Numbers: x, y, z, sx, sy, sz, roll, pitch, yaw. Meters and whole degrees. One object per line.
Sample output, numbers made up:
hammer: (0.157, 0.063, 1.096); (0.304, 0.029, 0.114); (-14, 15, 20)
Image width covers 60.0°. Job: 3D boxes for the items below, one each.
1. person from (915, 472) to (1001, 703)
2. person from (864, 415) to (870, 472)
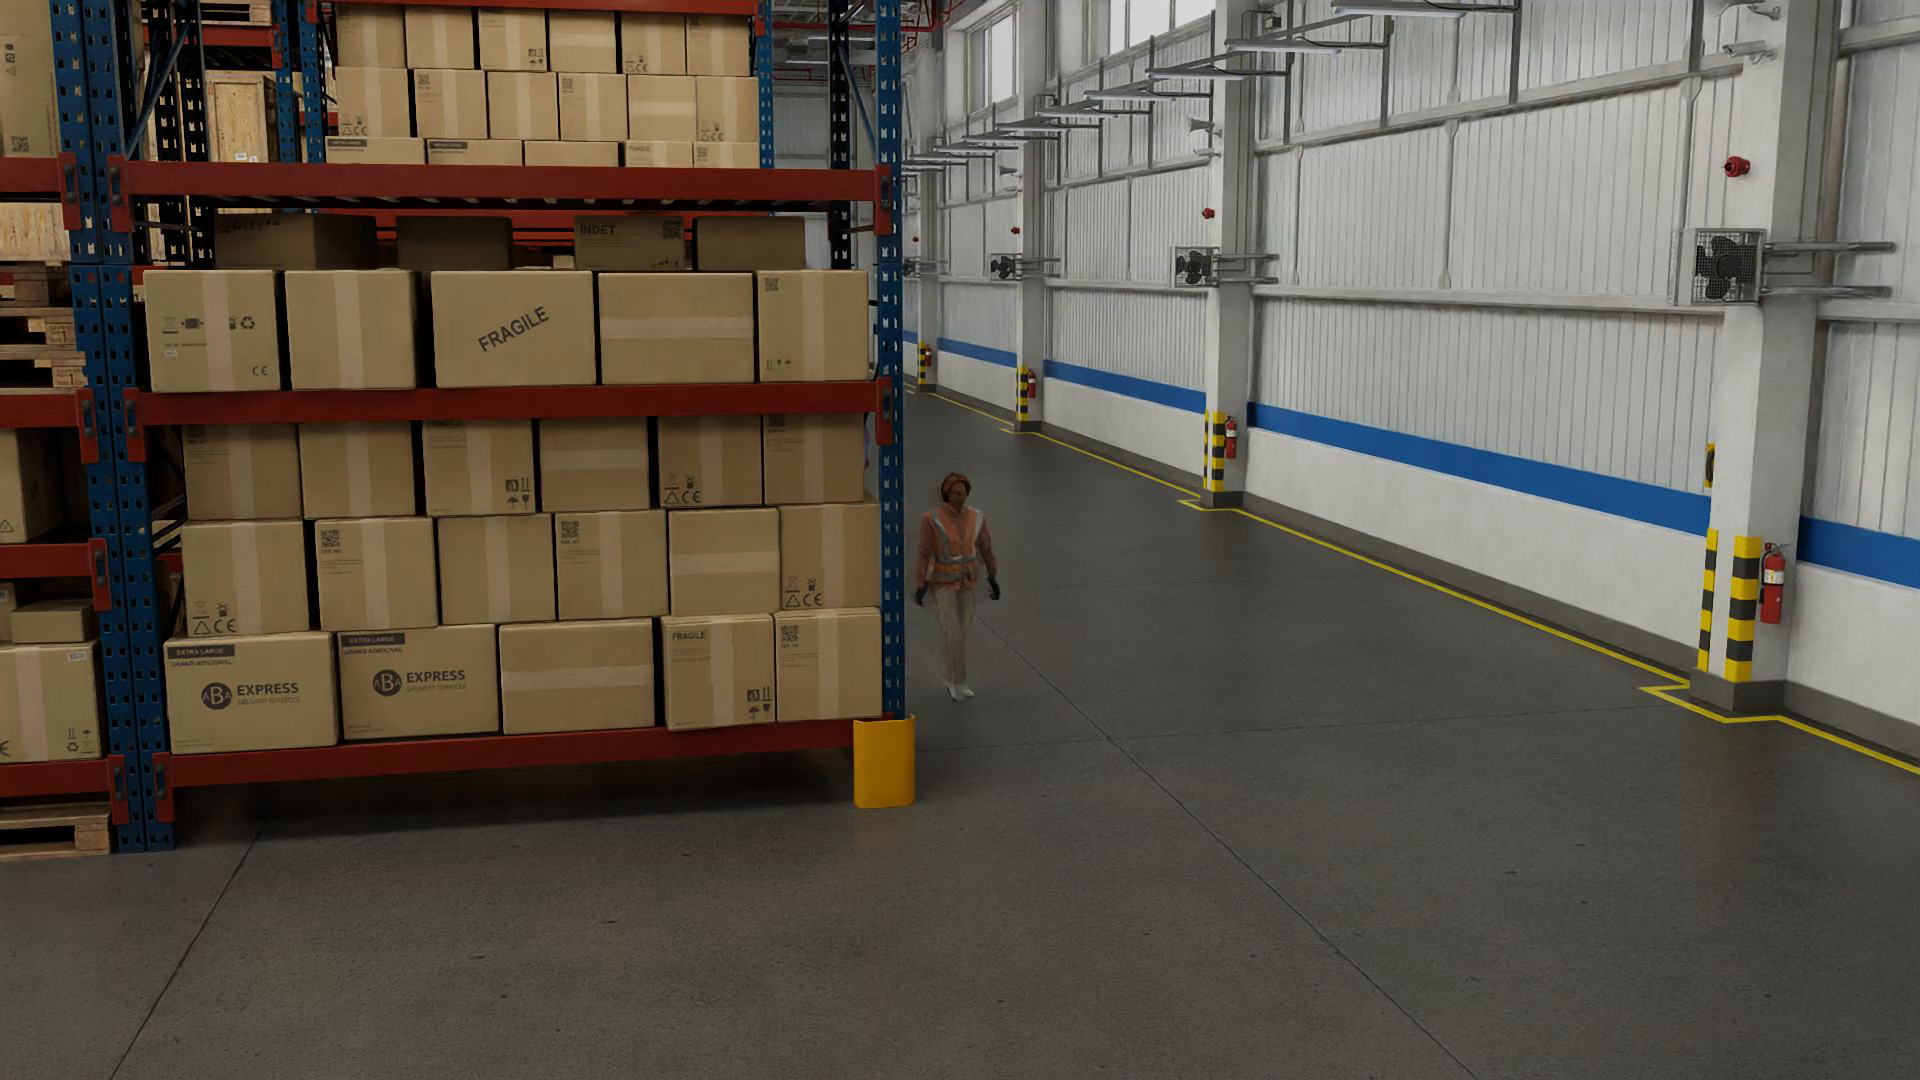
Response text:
person: (-0.005, 0.331, 11.593); (0.629, 1.616, 0.510); (-5, 11, -29)
person: (-1.331, -0.933, 18.526); (0.655, 1.881, 1.039); (0, 9, -2)
